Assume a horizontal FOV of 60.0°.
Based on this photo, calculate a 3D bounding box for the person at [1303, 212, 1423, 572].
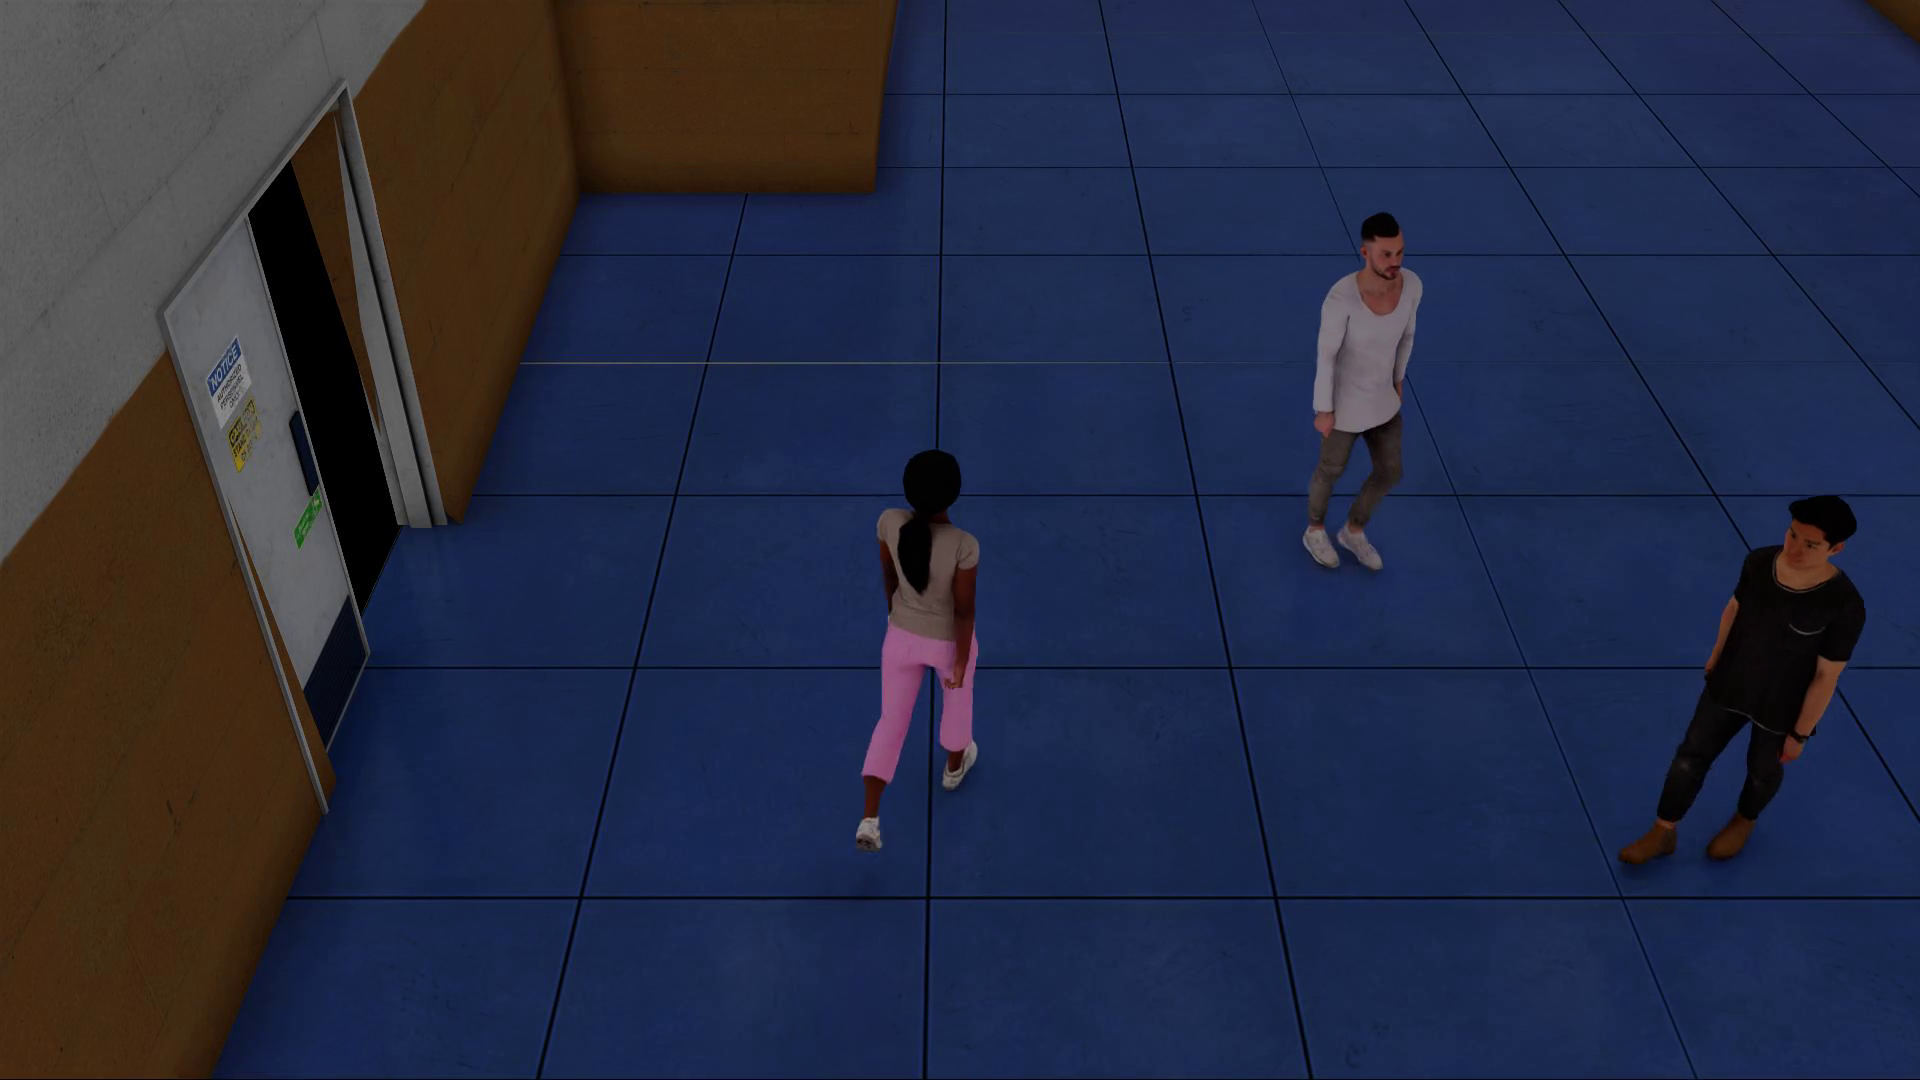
[{"bbox_3d":[1.782,-0.696,7.617,0.708,1.826,0.843,-13,39,-17],"label":"person"}]

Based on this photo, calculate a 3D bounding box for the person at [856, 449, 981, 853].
[{"bbox_3d":[-0.163,0.438,6.199,1.101,1.715,0.901,13,39,17],"label":"person"}]

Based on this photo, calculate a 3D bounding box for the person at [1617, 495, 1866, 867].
[{"bbox_3d":[3.005,0.515,6.115,1.005,1.692,0.914,-24,43,-28],"label":"person"}]
